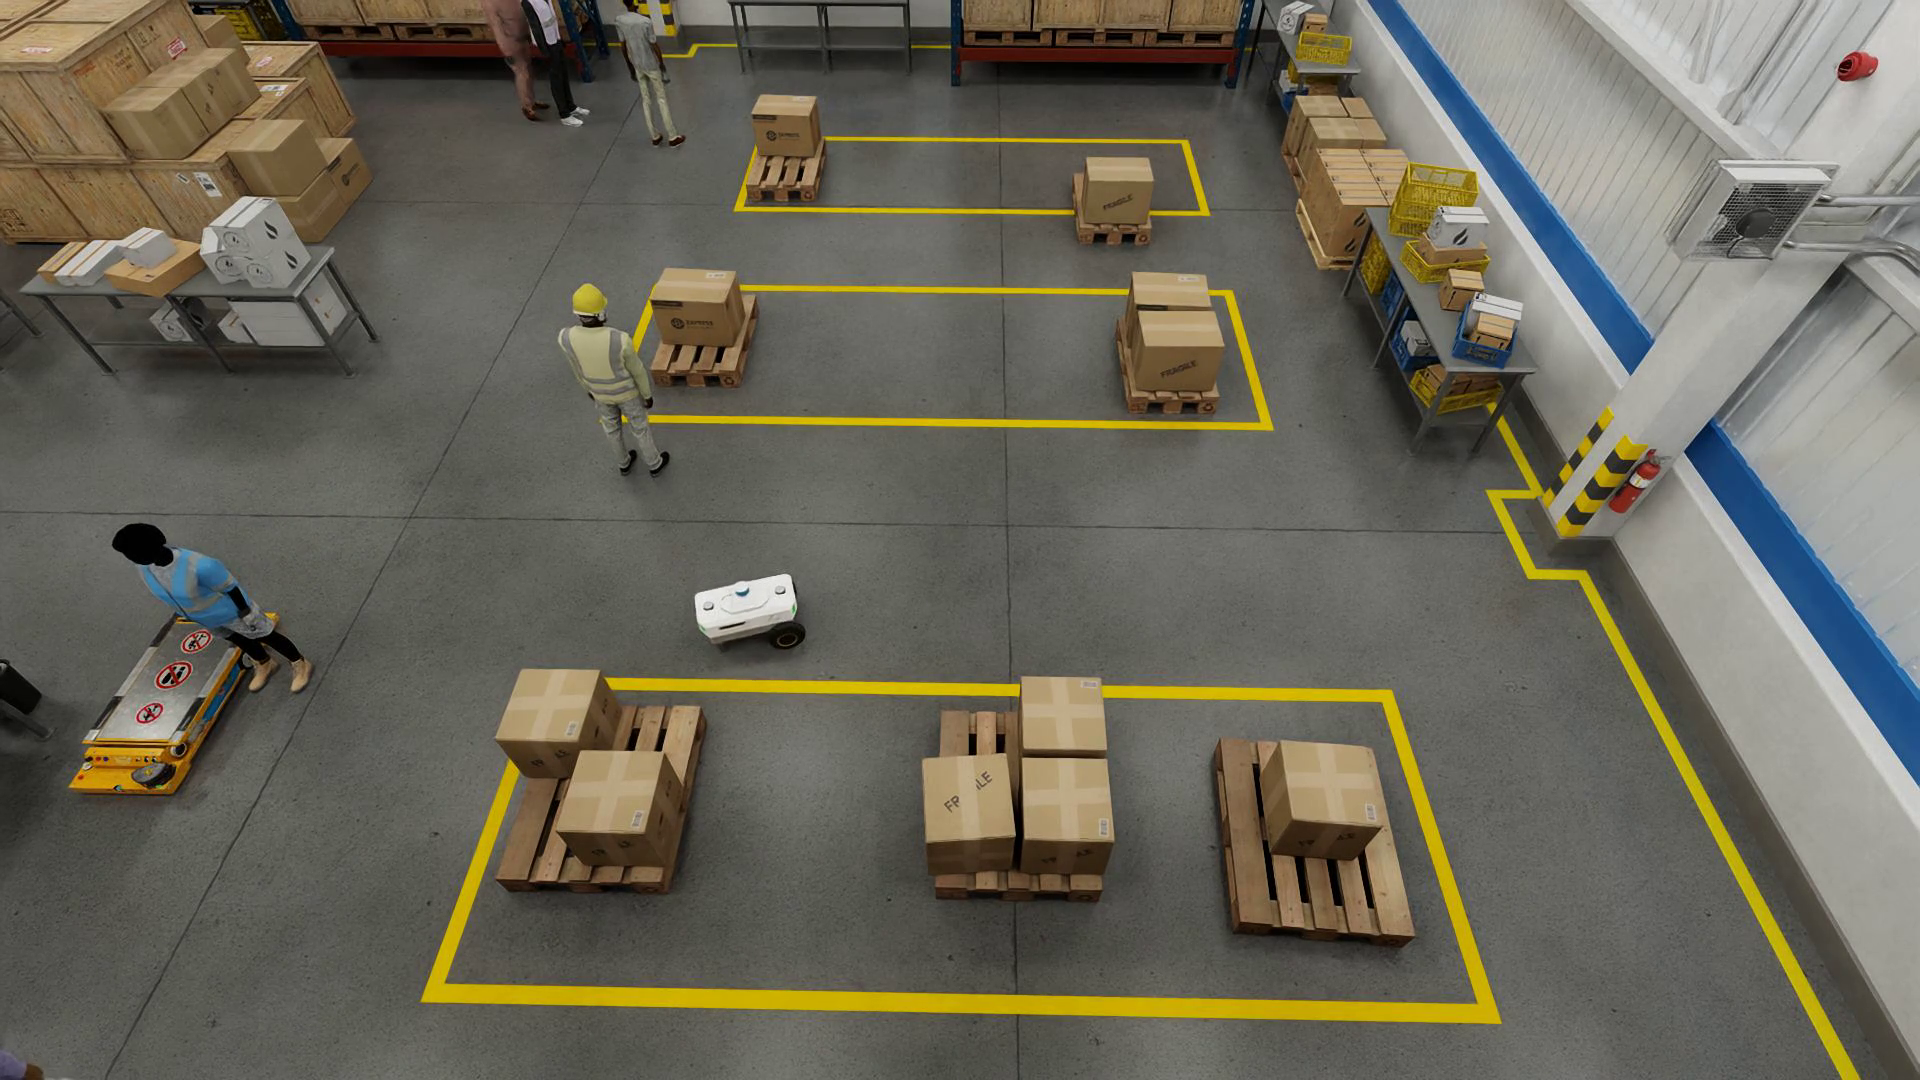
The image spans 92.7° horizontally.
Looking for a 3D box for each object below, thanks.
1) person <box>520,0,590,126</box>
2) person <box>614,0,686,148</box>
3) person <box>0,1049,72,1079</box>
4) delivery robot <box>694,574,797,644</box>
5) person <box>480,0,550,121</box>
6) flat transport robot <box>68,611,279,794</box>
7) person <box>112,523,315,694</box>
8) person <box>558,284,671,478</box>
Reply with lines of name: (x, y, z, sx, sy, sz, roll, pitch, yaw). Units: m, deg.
person: (-5.188, -6.280, 11.591, 0.375, 1.917, 0.599, 1, 50, 1)
person: (-3.812, -5.746, 11.175, 0.517, 1.865, 0.328, 8, 50, 7)
person: (-4.537, 2.587, 4.090, 0.383, 1.927, 0.640, 26, 55, 21)
delivery robot: (-1.558, 0.486, 6.694, 0.707, 0.478, 0.477, -12, 51, -10)
person: (-5.684, -6.378, 11.697, 0.449, 1.883, 0.723, 7, 50, 6)
flat transport robot: (-5.504, 1.072, 6.442, 0.652, 0.197, 1.431, 1, 50, 1)
person: (-4.888, 0.463, 6.031, 0.530, 1.693, 0.321, 4, 50, 3)
person: (-2.763, -1.236, 7.386, 0.586, 1.823, 0.403, 4, 50, 3)
